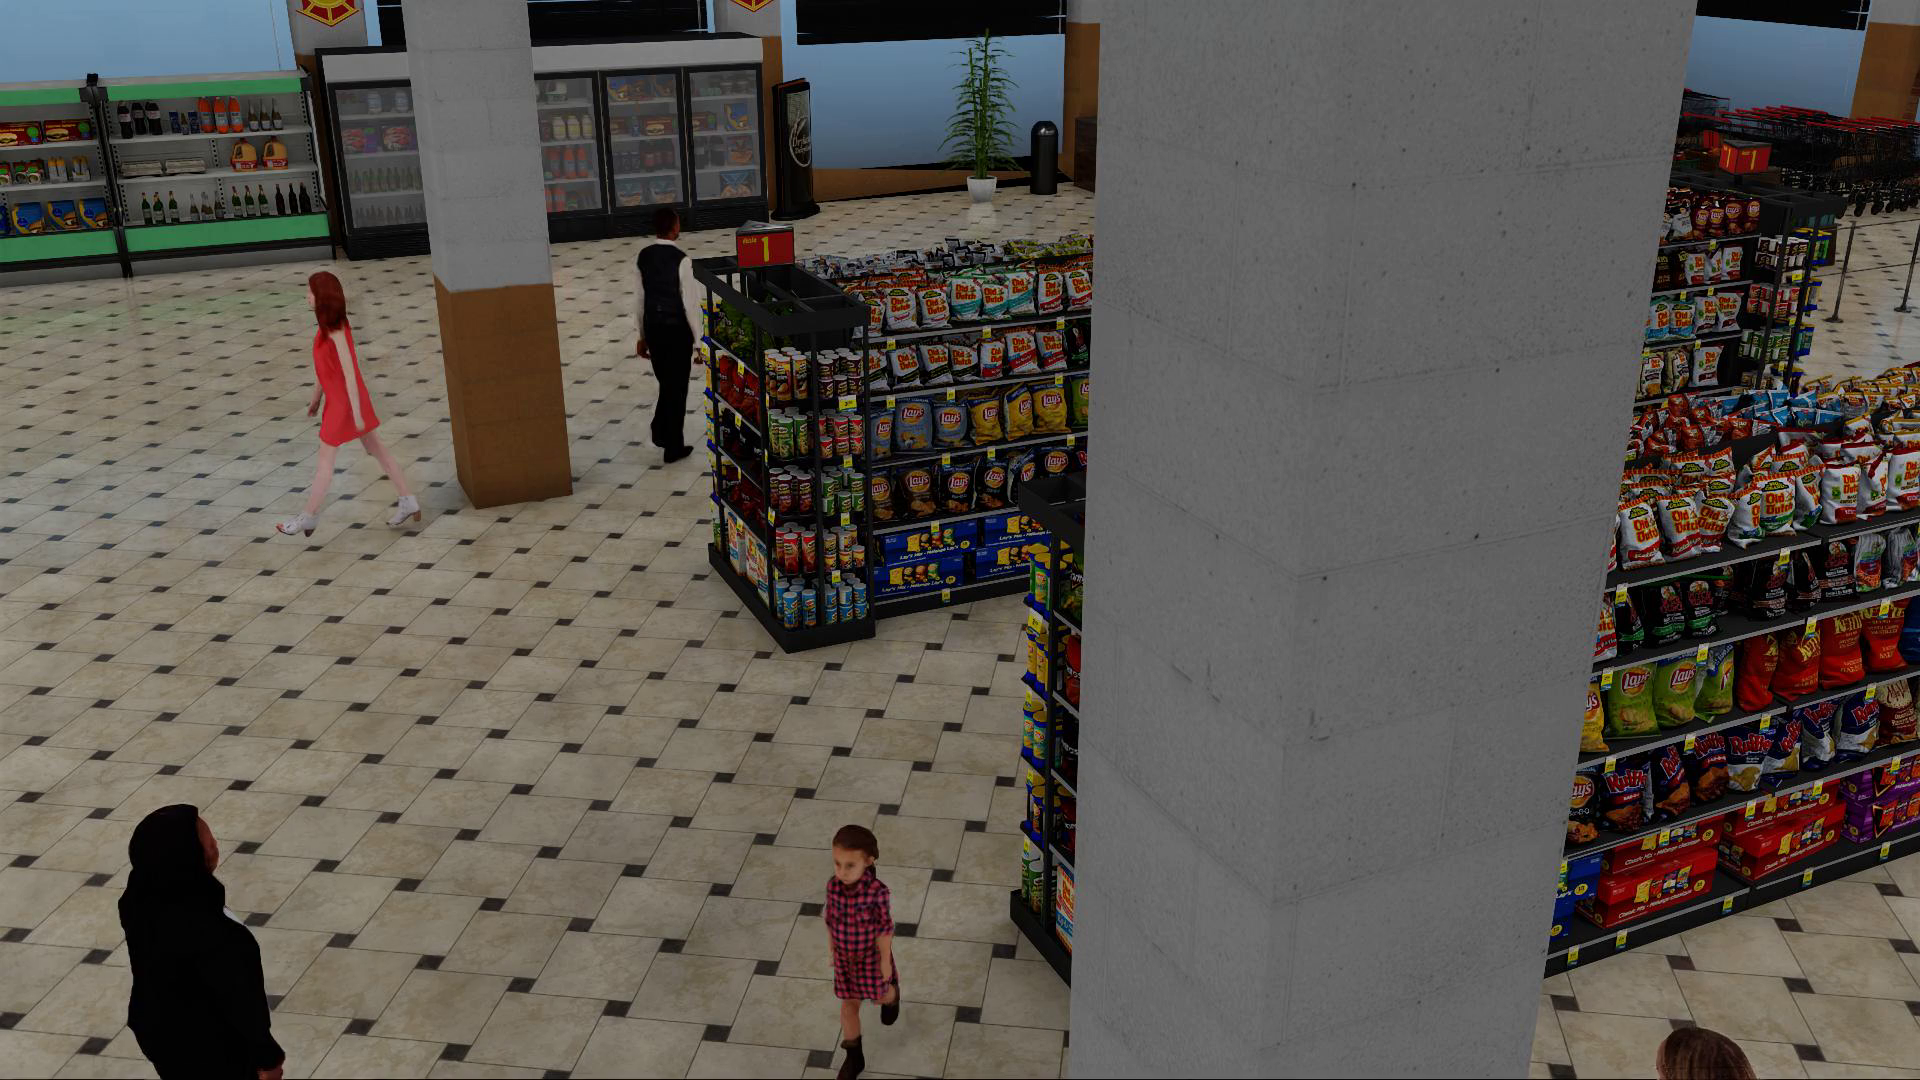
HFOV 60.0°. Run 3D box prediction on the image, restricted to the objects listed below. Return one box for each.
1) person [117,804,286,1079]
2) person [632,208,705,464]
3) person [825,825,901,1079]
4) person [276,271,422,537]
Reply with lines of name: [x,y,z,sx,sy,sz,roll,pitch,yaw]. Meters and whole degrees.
person: [-2.415,1.585,5.128,0.781,1.604,0.800,17,27,35]
person: [-2.217,-1.491,12.378,0.866,1.907,0.920,9,23,20]
person: [-0.345,1.492,6.153,0.675,1.011,0.728,7,23,18]
person: [-3.955,-0.869,11.006,1.160,1.774,0.684,-7,23,-17]
